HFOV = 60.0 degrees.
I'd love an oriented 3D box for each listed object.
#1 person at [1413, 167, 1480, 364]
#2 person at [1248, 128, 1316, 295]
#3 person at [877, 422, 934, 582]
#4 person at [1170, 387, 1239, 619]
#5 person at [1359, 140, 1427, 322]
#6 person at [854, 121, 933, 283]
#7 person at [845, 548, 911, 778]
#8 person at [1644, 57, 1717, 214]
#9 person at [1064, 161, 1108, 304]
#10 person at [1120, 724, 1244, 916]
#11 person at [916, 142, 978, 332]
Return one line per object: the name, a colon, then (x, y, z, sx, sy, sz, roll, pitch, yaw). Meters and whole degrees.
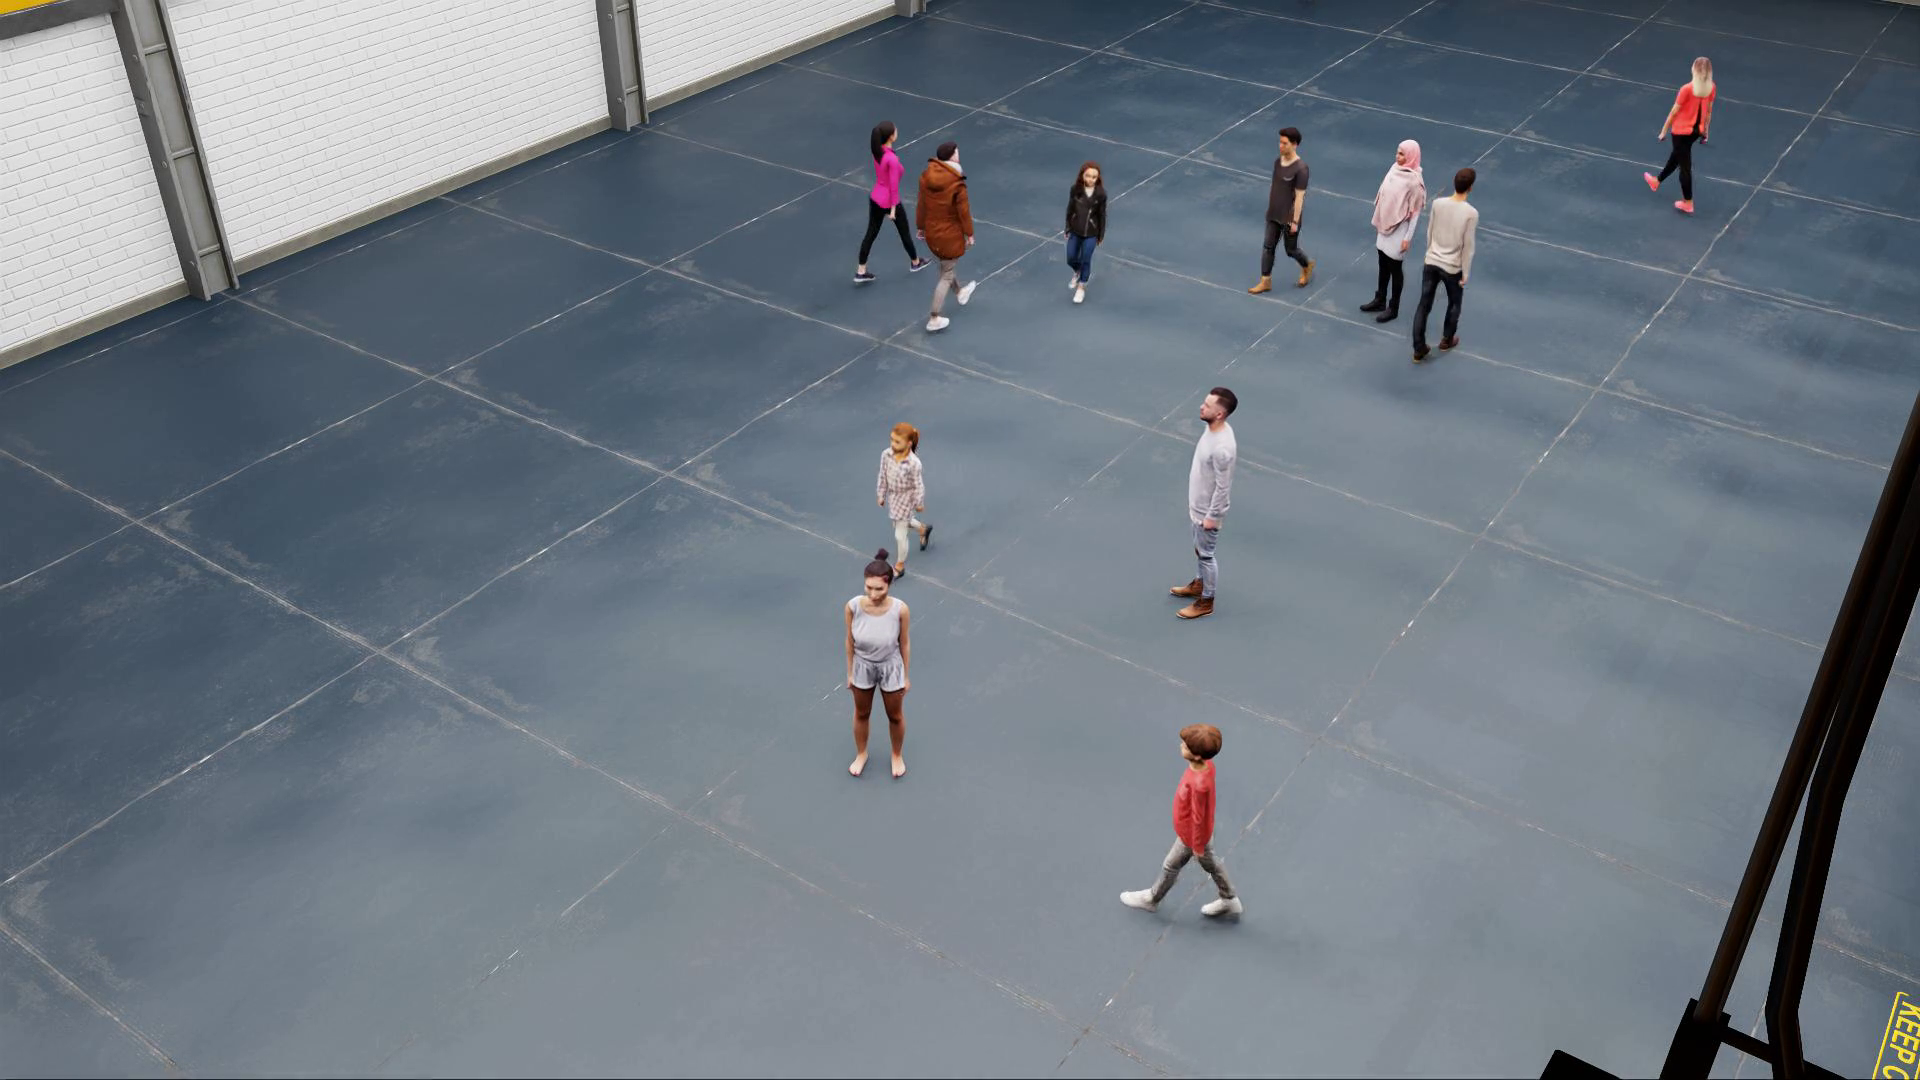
person: (4.391, -2.477, 15.238, 0.686, 1.842, 0.818, 21, 39, 28)
person: (3.305, -3.279, 16.574, 1.087, 1.699, 0.857, -20, 39, -27)
person: (-0.393, -0.343, 12.522, 0.573, 1.295, 0.867, 25, 41, 32)
person: (1.786, -0.280, 11.935, 0.825, 1.840, 0.729, -1, 34, -2)
person: (4.201, -2.987, 16.041, 0.756, 1.803, 0.728, -13, 36, -18)
person: (-0.821, -3.366, 16.744, 1.176, 1.655, 0.808, -24, 40, -31)
person: (-0.517, 0.789, 10.510, 0.644, 1.637, 0.663, 3, 34, 4)
person: (8.082, -4.429, 18.358, 1.142, 1.640, 1.098, -11, 35, -16)
person: (1.257, -3.090, 16.499, 0.659, 1.468, 0.710, 14, 36, 21)
person: (1.408, 1.640, 9.459, 0.801, 1.384, 0.942, 8, 35, 12)
person: (-0.193, -2.849, 15.847, 0.800, 1.789, 1.135, 26, 41, 33)
